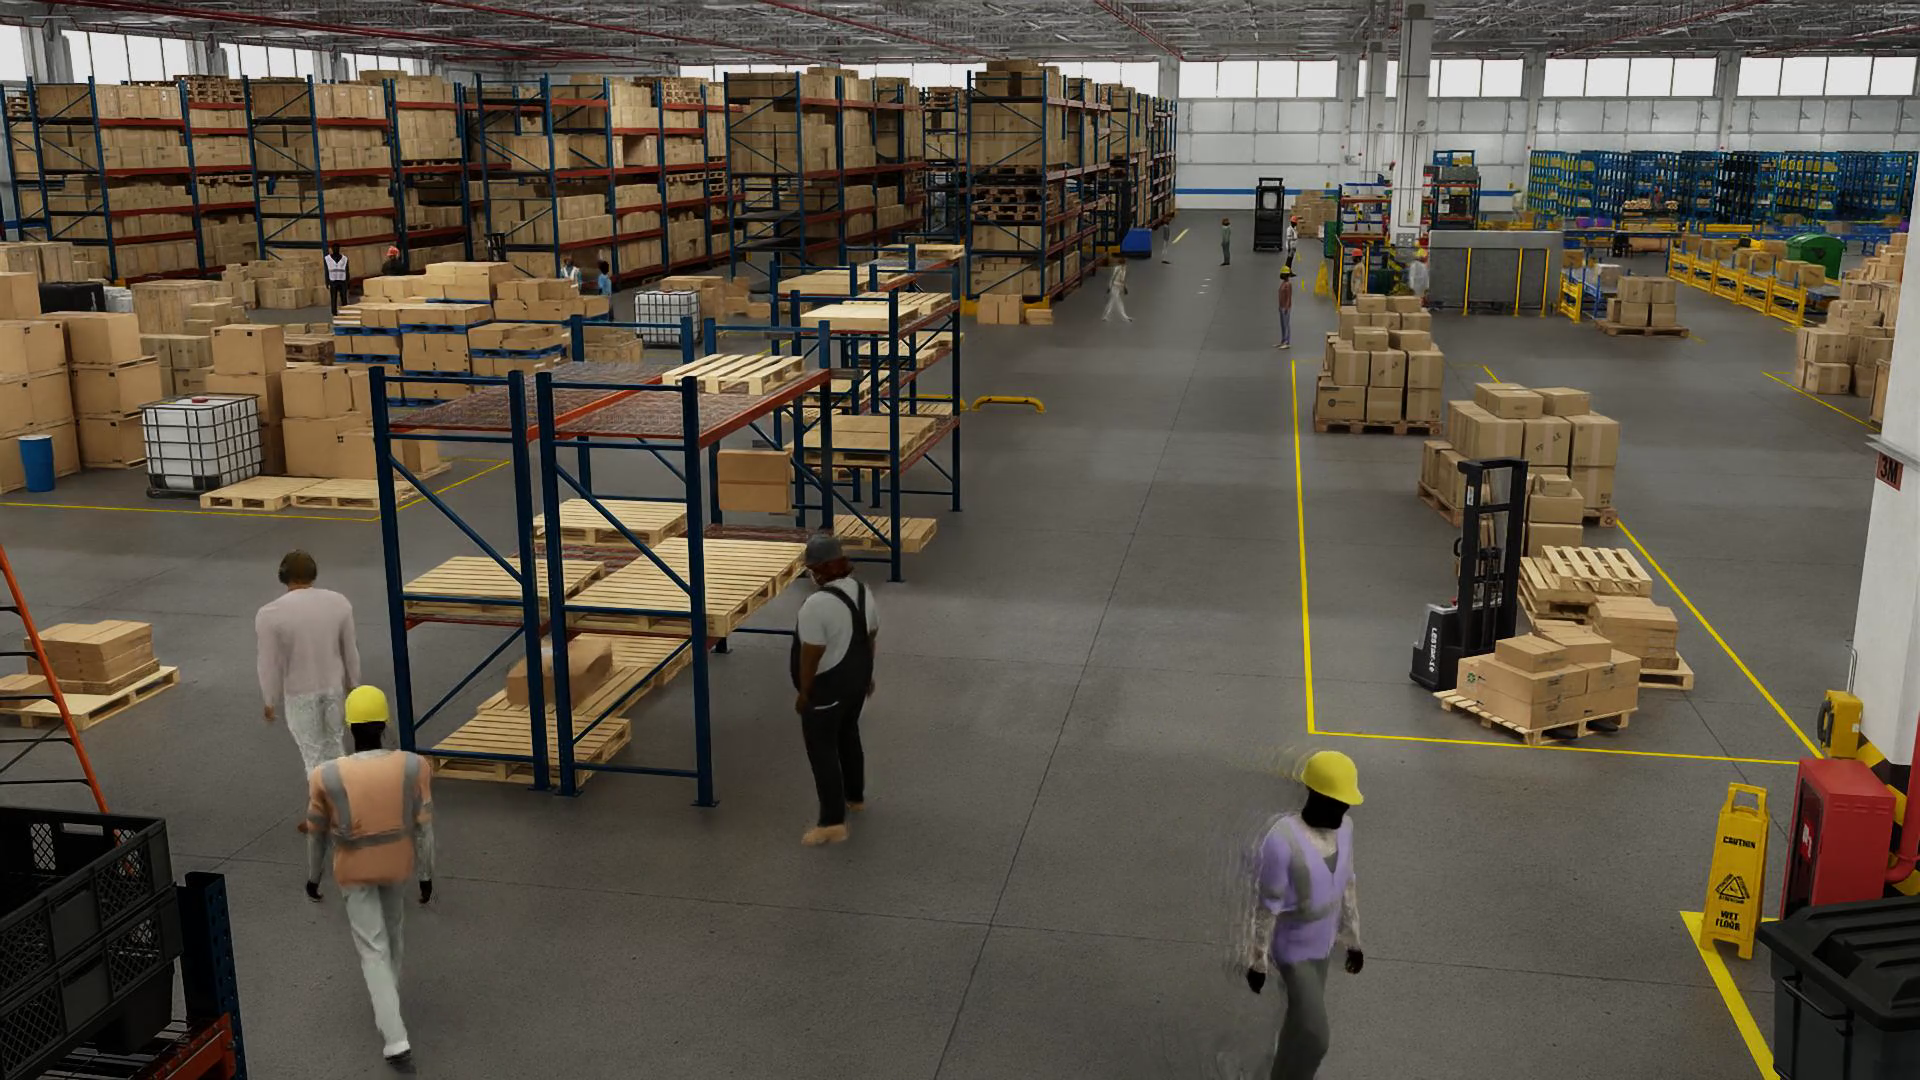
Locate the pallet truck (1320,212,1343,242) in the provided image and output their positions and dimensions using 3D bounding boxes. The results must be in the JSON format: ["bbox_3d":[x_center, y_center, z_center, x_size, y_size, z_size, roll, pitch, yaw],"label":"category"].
[{"bbox_3d":[15.874,-13.227,70.310,0.680,1.201,1.601,10,17,35],"label":"pallet truck"}]

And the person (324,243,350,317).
[{"bbox_3d":[-15.407,-6.399,41.189,0.587,1.911,0.397,-7,16,-27],"label":"person"}]

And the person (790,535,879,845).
[{"bbox_3d":[-0.855,0.950,11.075,0.631,2.000,0.899,8,16,28],"label":"person"}]

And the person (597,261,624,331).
[{"bbox_3d":[-8.282,-5.644,38.636,0.852,1.655,0.535,1,14,3],"label":"person"}]

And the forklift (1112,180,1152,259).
[{"bbox_3d":[6.082,-11.722,60.796,1.873,2.768,1.129,2,14,9],"label":"forklift"}]

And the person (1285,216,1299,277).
[{"bbox_3d":[10.665,-9.417,53.392,0.371,1.931,0.543,8,16,30],"label":"person"}]

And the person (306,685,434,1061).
[{"bbox_3d":[-2.980,1.670,8.487,0.604,1.886,0.968,-9,17,-34],"label":"person"}]

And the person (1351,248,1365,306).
[{"bbox_3d":[9.226,-5.808,38.725,0.379,1.937,0.548,6,15,24],"label":"person"}]

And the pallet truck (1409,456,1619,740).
[{"bbox_3d":[4.504,0.400,13.395,0.823,1.965,1.885,-6,15,-23],"label":"pallet truck"}]

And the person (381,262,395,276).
[{"bbox_3d":[-12.147,-4.935,35.270,1.008,1.884,0.651,9,17,34],"label":"person"}]

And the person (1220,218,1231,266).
[{"bbox_3d":[9.234,-10.356,57.816,0.277,1.632,0.502,11,17,37],"label":"person"}]

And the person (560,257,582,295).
[{"bbox_3d":[-9.422,-6.043,40.311,0.521,1.631,0.323,0,14,1],"label":"person"}]

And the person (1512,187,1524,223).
[{"bbox_3d":[28.355,-17.035,84.555,0.607,1.817,0.561,1,14,2],"label":"person"}]

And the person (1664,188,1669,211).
[{"bbox_3d":[36.255,-17.262,85.512,0.402,1.807,0.749,9,17,33],"label":"person"}]

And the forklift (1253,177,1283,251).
[{"bbox_3d":[12.083,-12.747,64.956,1.129,2.768,1.873,3,14,10],"label":"forklift"}]

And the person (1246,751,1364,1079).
[{"bbox_3d":[1.635,1.867,7.624,0.606,1.899,0.557,-13,19,-43],"label":"person"}]

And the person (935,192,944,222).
[{"bbox_3d":[-1.006,-17.245,85.502,0.609,1.770,0.807,-2,14,-8],"label":"person"}]

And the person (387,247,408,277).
[{"bbox_3d":[-12.964,-5.734,38.308,0.619,1.994,0.381,7,16,28],"label":"person"}]

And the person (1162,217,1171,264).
[{"bbox_3d":[7.291,-10.580,58.725,0.278,1.633,0.498,0,14,1],"label":"person"}]

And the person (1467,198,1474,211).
[{"bbox_3d":[22.173,-13.990,72.310,0.374,1.752,0.548,5,15,20],"label":"person"}]

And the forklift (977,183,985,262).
[{"bbox_3d":[1.258,-10.913,57.512,1.129,2.768,1.873,3,14,10],"label":"forklift"}]

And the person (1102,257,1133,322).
[{"bbox_3d":[3.886,-6.149,40.837,0.892,1.569,0.523,7,15,26],"label":"person"}]

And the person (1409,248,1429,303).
[{"bbox_3d":[11.205,-6.168,40.419,0.619,1.819,0.498,-11,18,-38],"label":"person"}]

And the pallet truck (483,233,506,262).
[{"bbox_3d":[-11.832,-7.026,43.548,1.885,1.965,0.823,8,16,28],"label":"pallet truck"}]

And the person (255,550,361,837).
[{"bbox_3d":[-4.333,1.021,11.128,0.683,1.900,0.642,13,19,42],"label":"person"}]

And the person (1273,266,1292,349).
[{"bbox_3d":[6.983,-5.016,35.865,0.313,1.768,0.527,-2,14,-7],"label":"person"}]

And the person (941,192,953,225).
[{"bbox_3d":[-0.662,-16.679,83.142,0.641,1.791,0.944,4,14,16],"label":"person"}]

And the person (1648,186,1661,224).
[{"bbox_3d":[33.304,-15.947,79.775,0.625,1.990,0.388,-1,14,-4],"label":"person"}]
